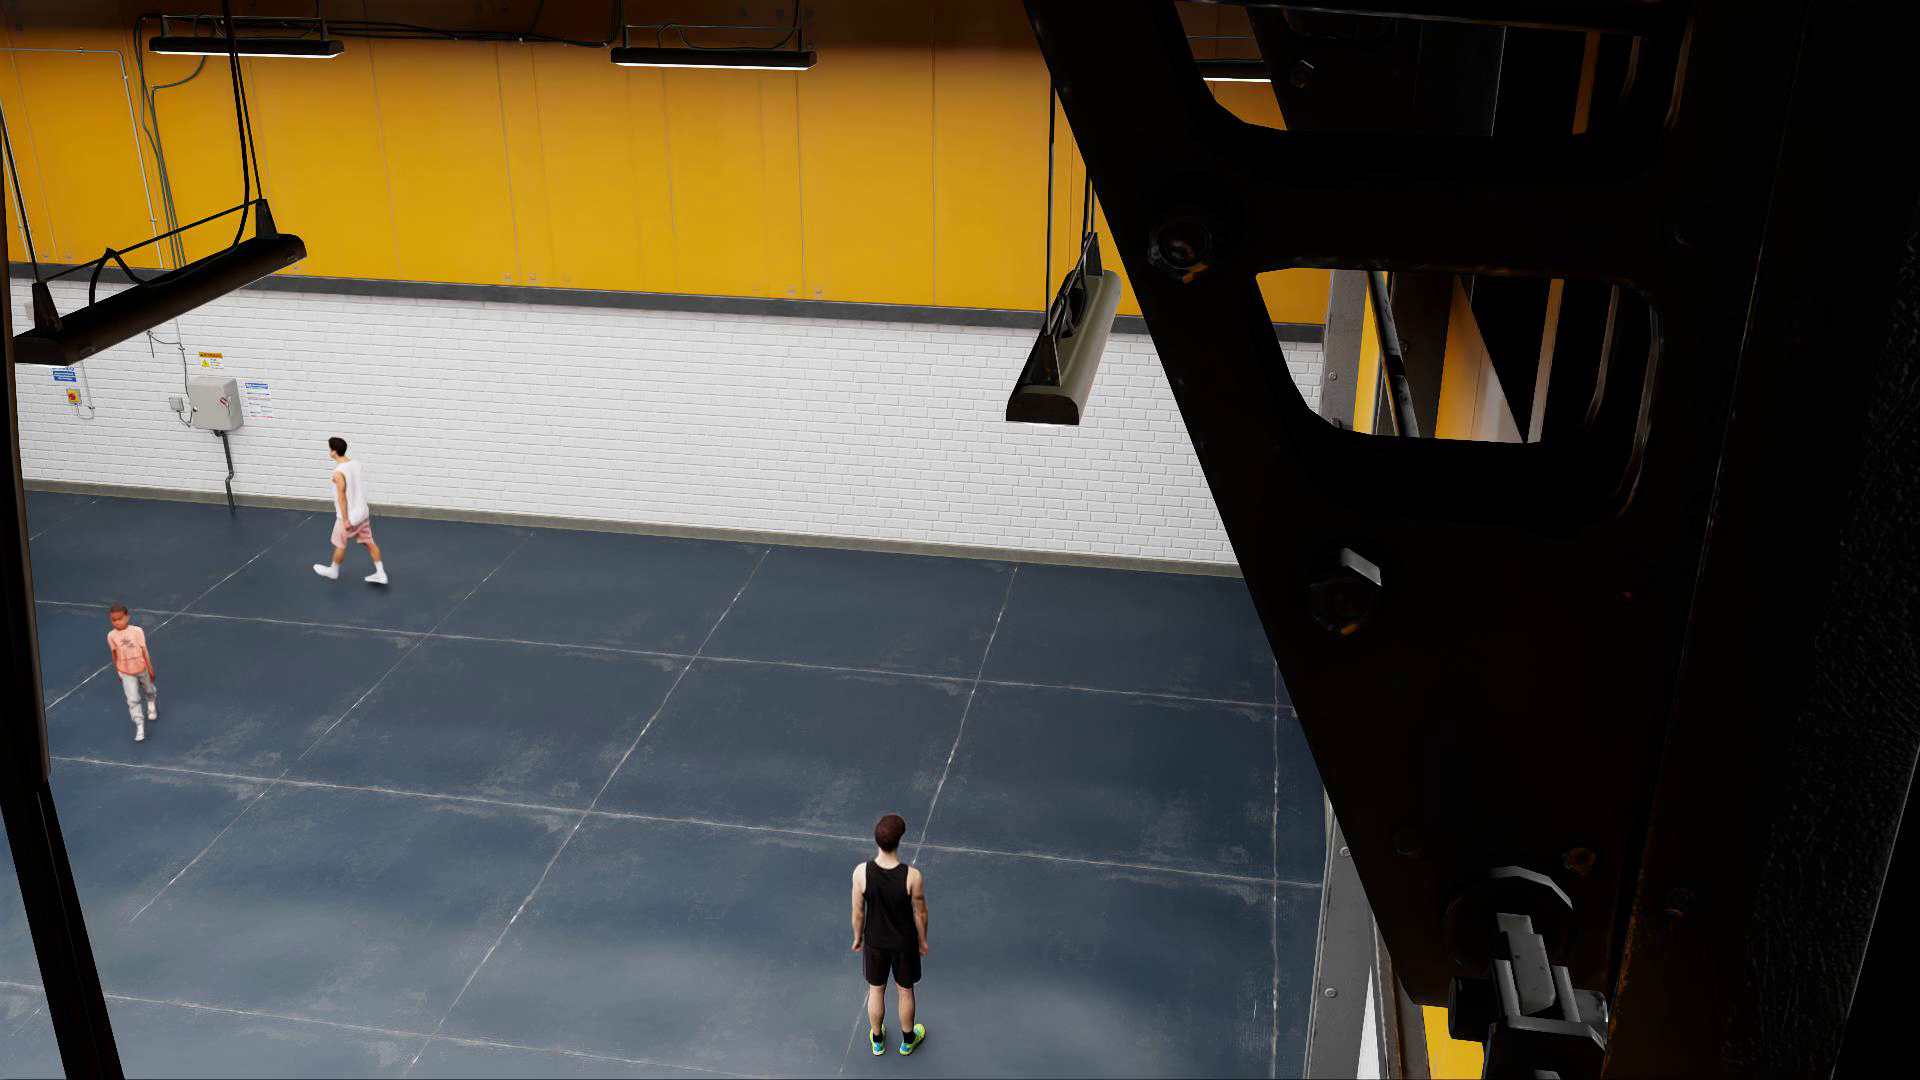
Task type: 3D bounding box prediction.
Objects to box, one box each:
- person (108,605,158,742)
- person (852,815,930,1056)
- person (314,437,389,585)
[{"bbox_3d":[-7.867,1.191,15.872,0.773,1.302,0.945,-9,25,-19],"label":"person"},{"bbox_3d":[-0.487,2.758,11.553,0.701,1.890,0.574,2,24,5],"label":"person"},{"bbox_3d":[-6.755,-0.279,18.692,0.770,1.737,1.031,5,24,12],"label":"person"}]
